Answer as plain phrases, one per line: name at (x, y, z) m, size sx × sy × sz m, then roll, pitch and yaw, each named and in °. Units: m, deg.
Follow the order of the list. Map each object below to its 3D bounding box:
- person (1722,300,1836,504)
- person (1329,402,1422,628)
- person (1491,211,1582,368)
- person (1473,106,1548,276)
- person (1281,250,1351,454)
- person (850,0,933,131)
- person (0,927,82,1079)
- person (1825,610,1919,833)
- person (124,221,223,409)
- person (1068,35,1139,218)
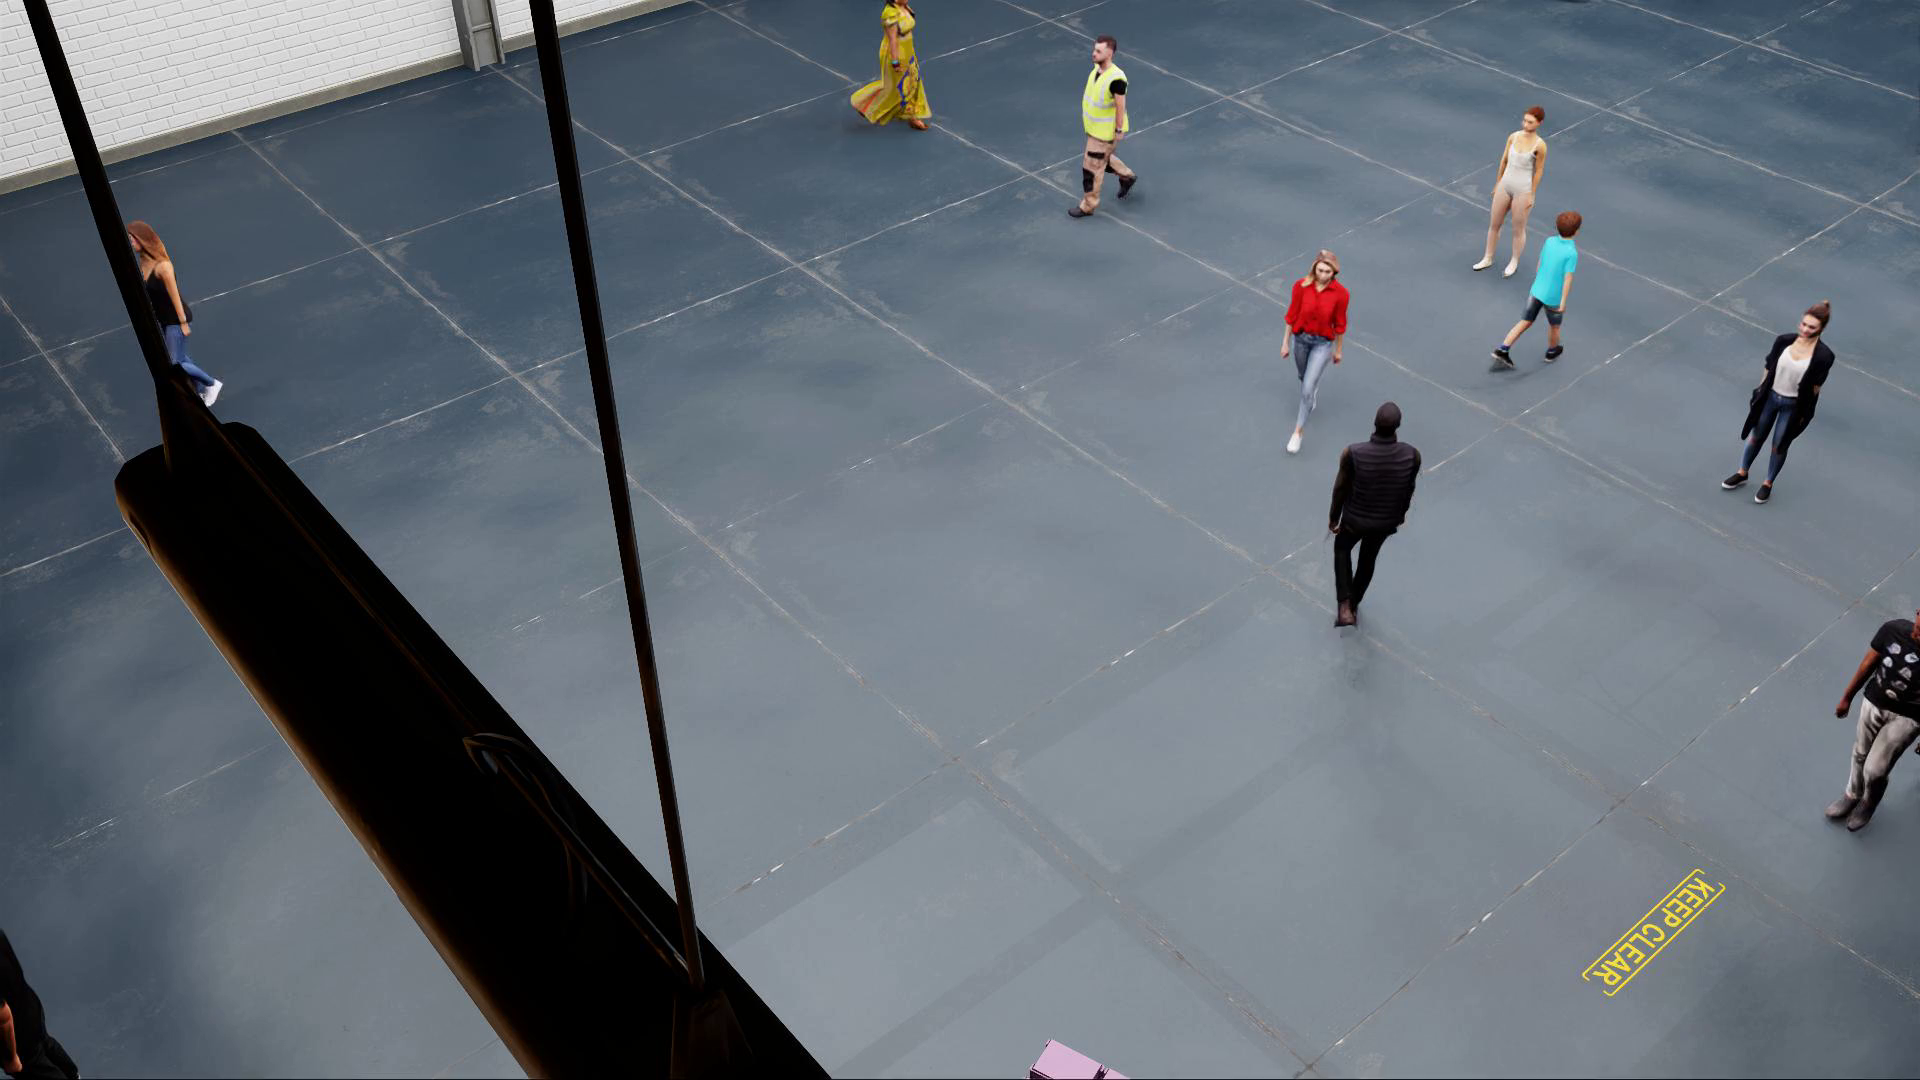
person at (6.231, -1.053, 12.560) m, size 0.556 × 1.692 × 0.627 m, roll -30°, pitch 47°, yaw -32°
person at (2.774, -0.101, 11.261) m, size 0.940 × 1.825 × 1.001 m, roll 2°, pitch 39°, yaw 2°
person at (4.911, -2.082, 14.064) m, size 0.992 × 1.423 × 0.658 m, roll -18°, pitch 42°, yaw -21°
person at (5.134, -3.224, 15.317) m, size 0.585 × 1.644 × 0.587 m, roll -30°, pitch 47°, yaw -32°
person at (2.817, -1.593, 13.251) m, size 0.970 × 1.673 × 1.195 m, roll 13°, pitch 41°, yaw 16°
person at (-0.745, -5.152, 17.737) m, size 1.116 × 1.636 × 1.146 m, roll 10°, pitch 40°, yaw 12°
person at (-4.685, 2.376, 8.215) m, size 0.627 × 1.756 × 0.674 m, roll -17°, pitch 42°, yaw -21°
person at (5.611, 1.000, 9.918) m, size 0.657 × 1.781 × 0.723 m, roll -24°, pitch 45°, yaw -27°
person at (-6.339, -1.828, 13.518) m, size 0.629 × 1.706 × 0.667 m, roll 27°, pitch 46°, yaw 30°
person at (1.446, -4.054, 16.212) m, size 1.158 × 1.824 × 0.930 m, roll -13°, pitch 40°, yaw -15°
